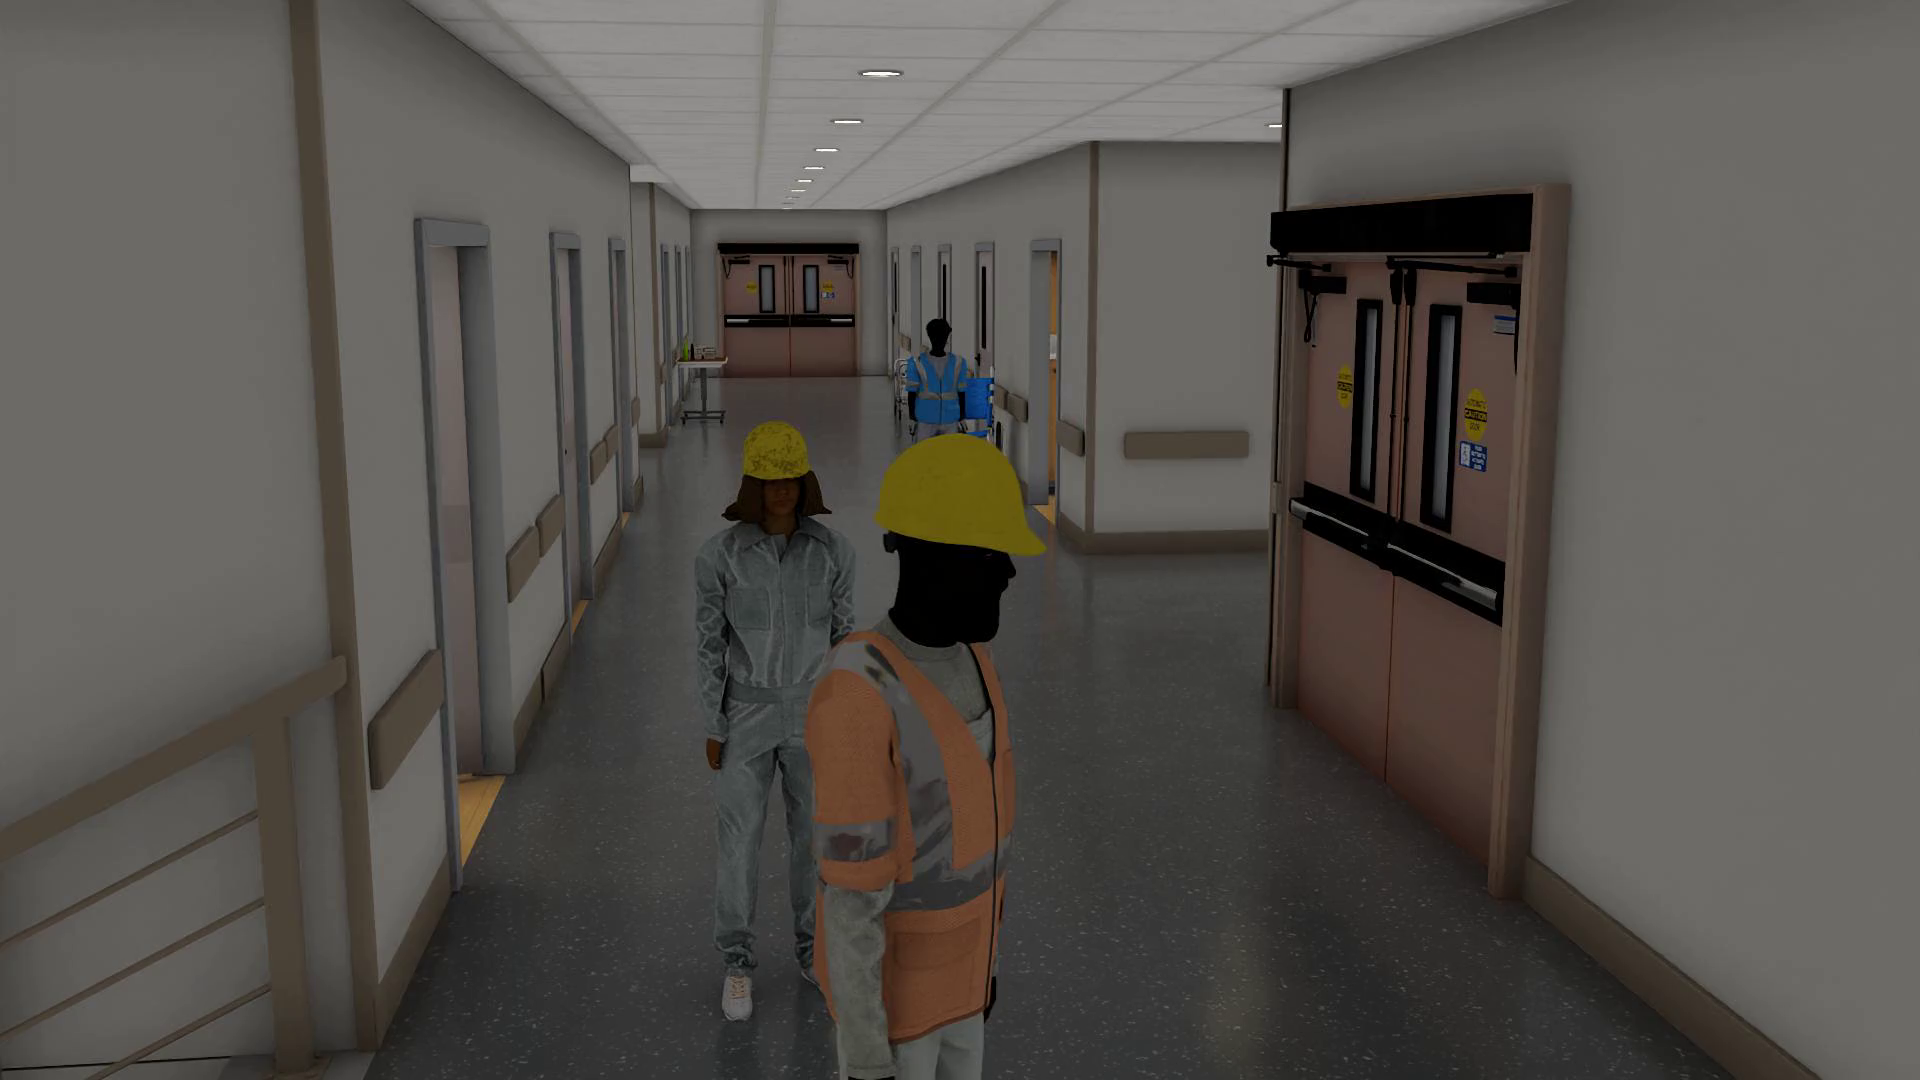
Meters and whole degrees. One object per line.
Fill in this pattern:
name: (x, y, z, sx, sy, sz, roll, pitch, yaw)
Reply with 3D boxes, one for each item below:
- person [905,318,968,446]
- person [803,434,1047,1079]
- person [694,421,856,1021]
person: (-0.190, -0.992, 13.825, 0.532, 1.693, 0.319, -2, 10, -14)
person: (-0.049, 0.767, 2.932, 0.393, 1.918, 0.585, 4, 11, 22)
person: (-0.521, 0.522, 4.860, 0.487, 1.744, 0.297, -4, 11, -22)
